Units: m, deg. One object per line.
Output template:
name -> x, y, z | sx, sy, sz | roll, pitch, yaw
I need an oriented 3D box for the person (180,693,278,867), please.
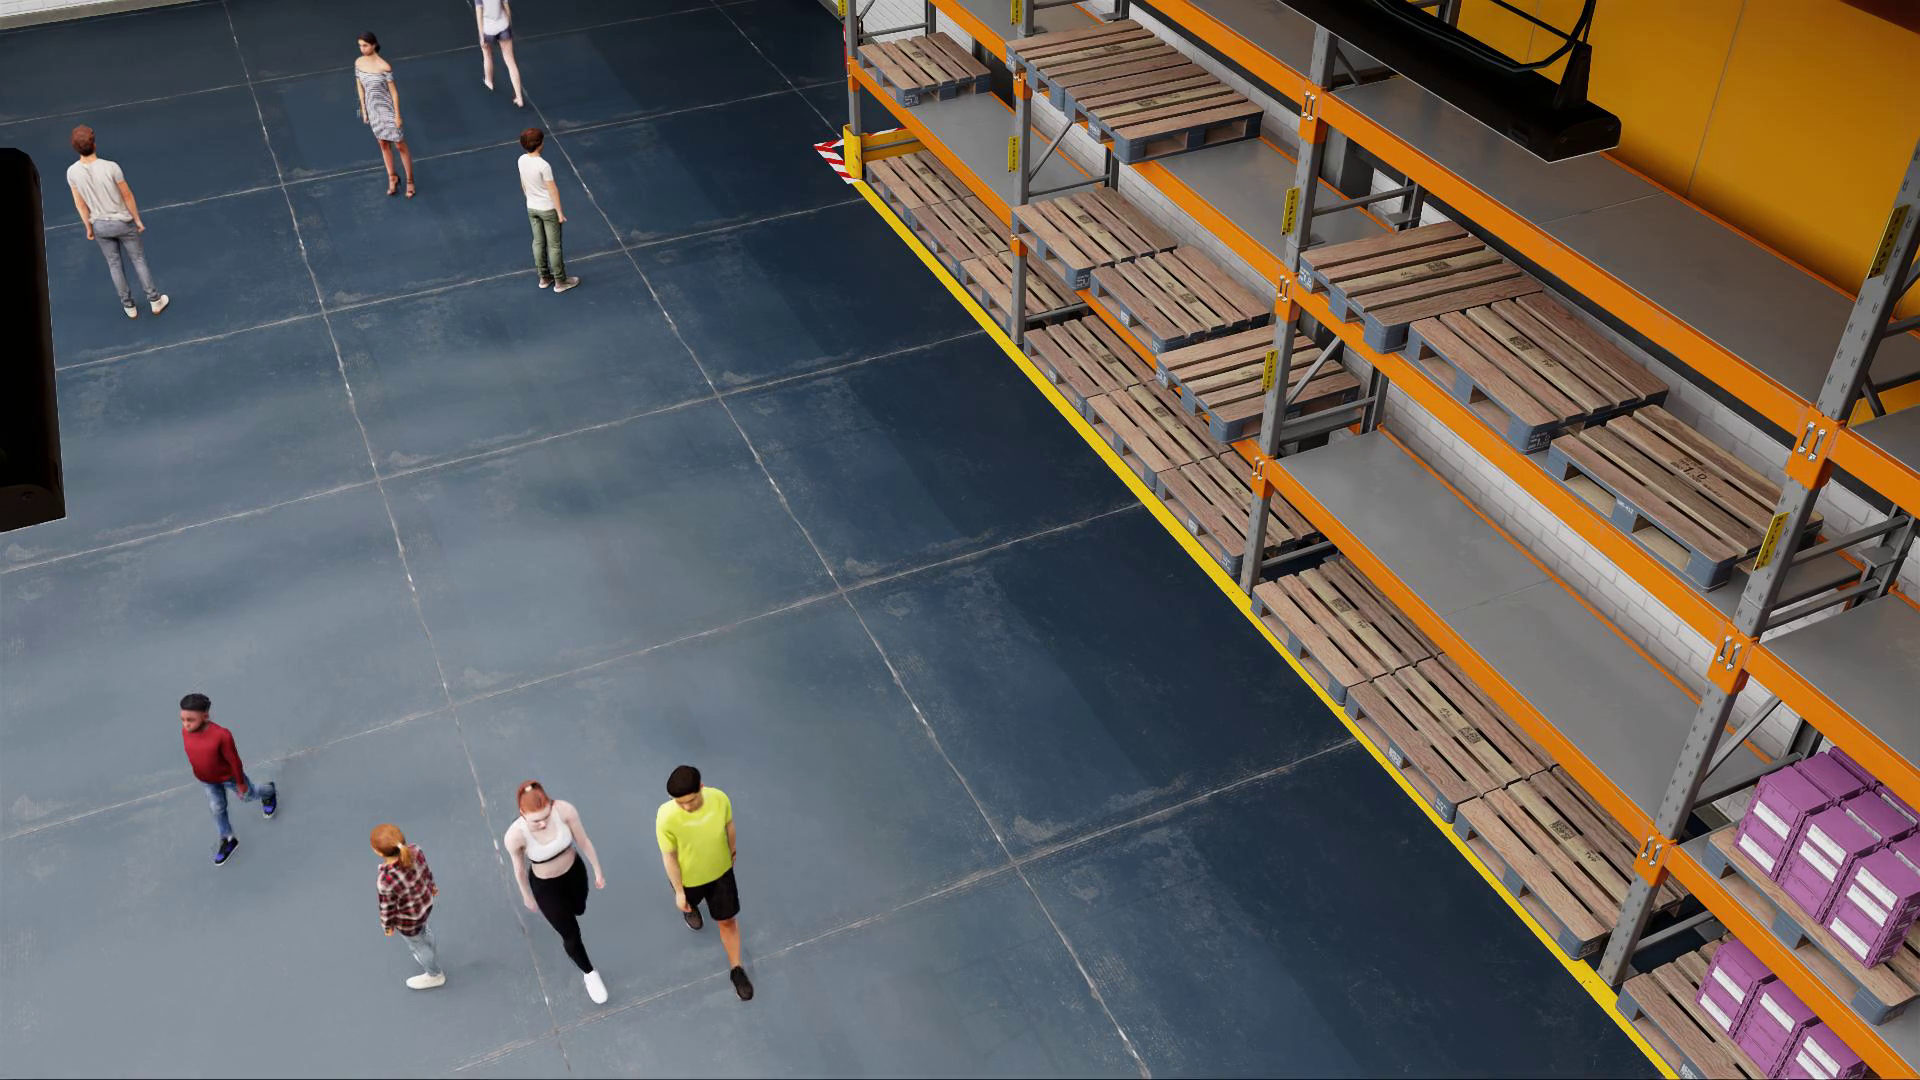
person -> -4.664, 1.428, 10.579 | 0.772, 1.240, 0.911 | 5, 39, 6

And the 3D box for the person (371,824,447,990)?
person -> -3.160, 2.127, 9.656 | 0.708, 1.298, 0.654 | 13, 40, 15

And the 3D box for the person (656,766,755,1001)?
person -> -1.563, 1.849, 9.714 | 0.605, 1.661, 1.135 | -17, 42, -21

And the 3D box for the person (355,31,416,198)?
person -> -6.053, -4.484, 17.515 | 0.680, 1.822, 0.729 | 11, 40, 13

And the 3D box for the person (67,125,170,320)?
person -> -7.923, -2.963, 15.549 | 0.697, 1.898, 0.616 | -10, 40, -12

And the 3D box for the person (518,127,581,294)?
person -> -4.016, -3.186, 16.024 | 0.637, 1.654, 0.727 | 20, 43, 23

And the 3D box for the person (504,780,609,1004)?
person -> -2.349, 1.912, 9.580 | 0.773, 1.730, 1.091 | -28, 46, -31

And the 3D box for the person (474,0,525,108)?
person -> -5.364, -5.873, 19.343 | 0.639, 1.712, 1.155 | -19, 42, -22
